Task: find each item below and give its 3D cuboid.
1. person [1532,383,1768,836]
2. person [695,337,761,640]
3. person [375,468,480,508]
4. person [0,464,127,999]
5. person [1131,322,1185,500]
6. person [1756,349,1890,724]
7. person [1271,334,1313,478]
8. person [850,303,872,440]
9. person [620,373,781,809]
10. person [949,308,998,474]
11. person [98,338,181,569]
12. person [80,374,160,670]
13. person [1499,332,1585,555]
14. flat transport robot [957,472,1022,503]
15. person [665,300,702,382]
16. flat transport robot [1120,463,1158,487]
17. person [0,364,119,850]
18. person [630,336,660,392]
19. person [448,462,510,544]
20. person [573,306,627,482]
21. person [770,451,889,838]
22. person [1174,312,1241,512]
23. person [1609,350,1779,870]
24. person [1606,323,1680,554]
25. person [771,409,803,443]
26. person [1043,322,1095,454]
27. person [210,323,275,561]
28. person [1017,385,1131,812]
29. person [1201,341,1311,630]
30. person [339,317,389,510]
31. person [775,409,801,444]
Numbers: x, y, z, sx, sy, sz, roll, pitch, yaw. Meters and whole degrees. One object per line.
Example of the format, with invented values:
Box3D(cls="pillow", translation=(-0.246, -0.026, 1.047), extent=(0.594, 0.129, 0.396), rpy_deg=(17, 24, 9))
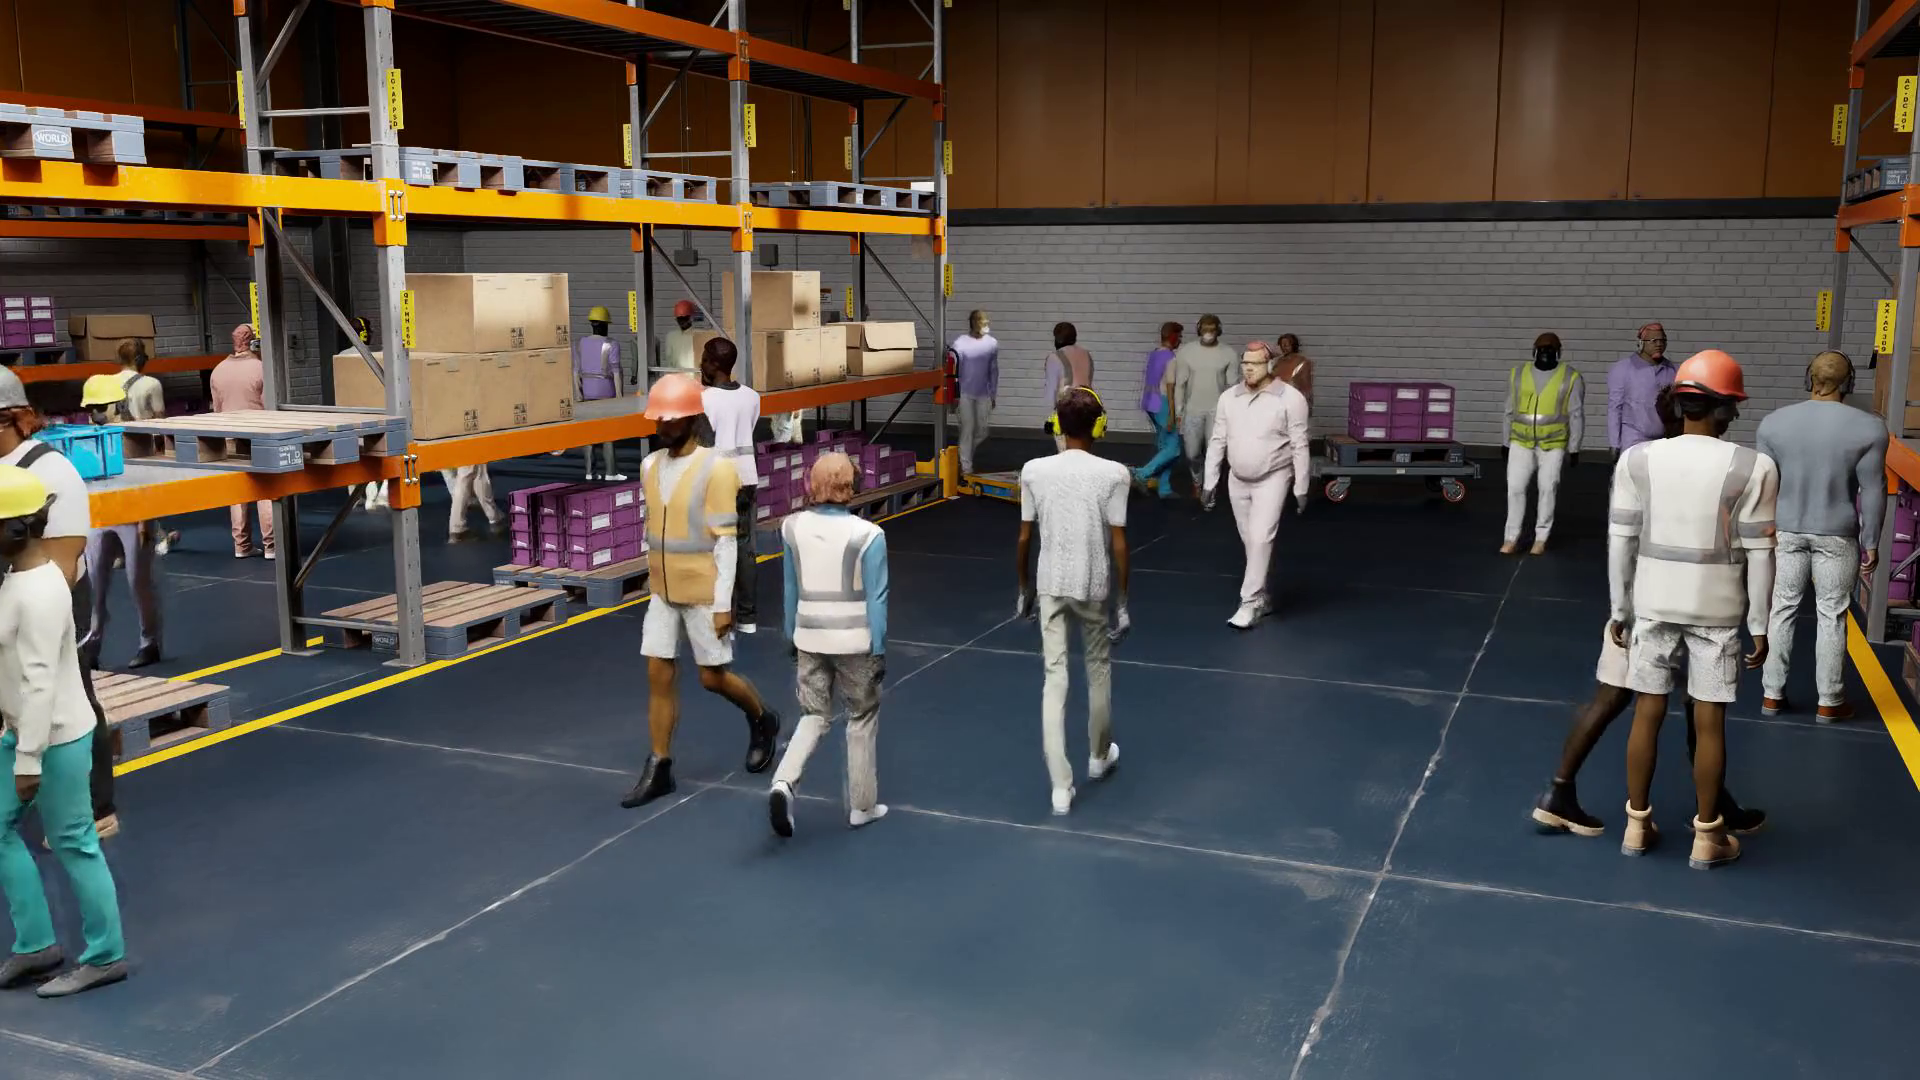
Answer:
Box3D(cls="person", translation=(2.864, 0.299, 6.834), extent=(0.995, 1.919, 0.611), rpy_deg=(-2, 10, -12))
Box3D(cls="person", translation=(-1.484, -0.323, 10.561), extent=(0.388, 1.921, 0.594), rpy_deg=(5, 11, 29))
Box3D(cls="person", translation=(-5.272, -1.211, 16.240), extent=(0.993, 1.832, 0.598), rpy_deg=(-6, 11, -33))
Box3D(cls="person", translation=(-2.994, 0.629, 5.281), extent=(0.567, 1.745, 0.559), rpy_deg=(-7, 11, -35))
Box3D(cls="person", translation=(2.011, -1.283, 16.711), extent=(0.533, 1.816, 0.573), rpy_deg=(-3, 10, -16))
Box3D(cls="person", translation=(4.456, -0.018, 8.658), extent=(0.638, 1.937, 0.357), rpy_deg=(8, 12, 40))
Box3D(cls="person", translation=(3.563, -1.452, 18.292), extent=(0.550, 1.614, 0.635), rpy_deg=(9, 13, 44))
Box3D(cls="person", translation=(-1.283, -2.157, 21.730), extent=(0.568, 1.897, 0.913), rpy_deg=(4, 10, 24))
Box3D(cls="person", translation=(-1.172, 0.202, 7.451), extent=(0.553, 1.918, 0.813), rpy_deg=(6, 11, 32))
Box3D(cls="person", translation=(0.107, -1.584, 18.234), extent=(0.653, 1.915, 0.667), rpy_deg=(-6, 11, -33))
Box3D(cls="person", translation=(-6.552, -0.707, 13.284), extent=(0.496, 1.789, 0.941), rpy_deg=(2, 10, 12))
Box3D(cls="person", translation=(-4.925, -0.076, 9.609), extent=(0.551, 1.736, 0.684), rpy_deg=(2, 9, 9))
Box3D(cls="person", translation=(4.686, -0.759, 13.476), extent=(0.660, 1.824, 0.684), rpy_deg=(5, 11, 29))
Box3D(cls="flat transport robot", translation=(0.618, -0.524, 16.768), extent=(0.652, 0.197, 1.431), rpy_deg=(-6, 11, -32))
Box3D(cls="person", translation=(-3.209, -1.882, 19.880), extent=(0.615, 1.976, 0.650), rpy_deg=(3, 10, 20))
Box3D(cls="flat transport robot", translation=(1.349, -0.651, 17.537), extent=(1.431, 0.197, 0.652), rpy_deg=(-6, 11, -32))
Box3D(cls="person", translation=(-3.785, 0.293, 6.467), extent=(0.702, 2.000, 0.957), rpy_deg=(4, 10, 23))
Box3D(cls="person", translation=(-4.435, -2.319, 23.504), extent=(0.315, 1.641, 0.515), rpy_deg=(8, 12, 40))
Box3D(cls="person", translation=(-4.111, -0.973, 14.375), extent=(0.658, 1.955, 0.931), rpy_deg=(7, 12, 37))
Box3D(cls="person", translation=(-3.945, -1.598, 18.275), extent=(0.594, 1.922, 0.385), rpy_deg=(3, 10, 20))
Box3D(cls="person", translation=(-0.543, 0.441, 6.839), extent=(0.522, 1.613, 0.620), rpy_deg=(5, 10, 26))
Box3D(cls="person", translation=(2.392, -1.238, 16.088), extent=(0.641, 1.924, 0.497), rpy_deg=(2, 10, 11))
Box3D(cls="person", translation=(2.896, 0.272, 6.594), extent=(0.614, 2.039, 0.390), rpy_deg=(7, 12, 38))
Box3D(cls="person", translation=(5.548, -0.795, 13.463), extent=(0.638, 1.910, 0.407), rpy_deg=(-2, 10, -10))
Box3D(cls="person", translation=(-2.017, -1.627, 19.385), extent=(0.405, 1.625, 0.557), rpy_deg=(7, 11, 35))
Box3D(cls="person", translation=(1.026, -1.210, 16.265), extent=(0.528, 1.821, 0.638), rpy_deg=(9, 13, 43))
Box3D(cls="person", translation=(-5.669, -0.782, 13.390), extent=(0.641, 1.908, 0.407), rpy_deg=(3, 10, 19))
Box3D(cls="person", translation=(0.518, 0.230, 7.451), extent=(0.540, 1.836, 0.874), rpy_deg=(2, 10, 14))
Box3D(cls="person", translation=(1.881, -0.348, 10.870), extent=(0.679, 1.869, 0.911), rpy_deg=(8, 12, 41))
Box3D(cls="person", translation=(-5.831, -1.232, 16.221), extent=(0.517, 1.873, 0.334), rpy_deg=(6, 11, 31))
Box3D(cls="person", translation=(-1.895, -1.514, 18.443), extent=(0.519, 1.694, 0.519), rpy_deg=(-3, 10, -17))
